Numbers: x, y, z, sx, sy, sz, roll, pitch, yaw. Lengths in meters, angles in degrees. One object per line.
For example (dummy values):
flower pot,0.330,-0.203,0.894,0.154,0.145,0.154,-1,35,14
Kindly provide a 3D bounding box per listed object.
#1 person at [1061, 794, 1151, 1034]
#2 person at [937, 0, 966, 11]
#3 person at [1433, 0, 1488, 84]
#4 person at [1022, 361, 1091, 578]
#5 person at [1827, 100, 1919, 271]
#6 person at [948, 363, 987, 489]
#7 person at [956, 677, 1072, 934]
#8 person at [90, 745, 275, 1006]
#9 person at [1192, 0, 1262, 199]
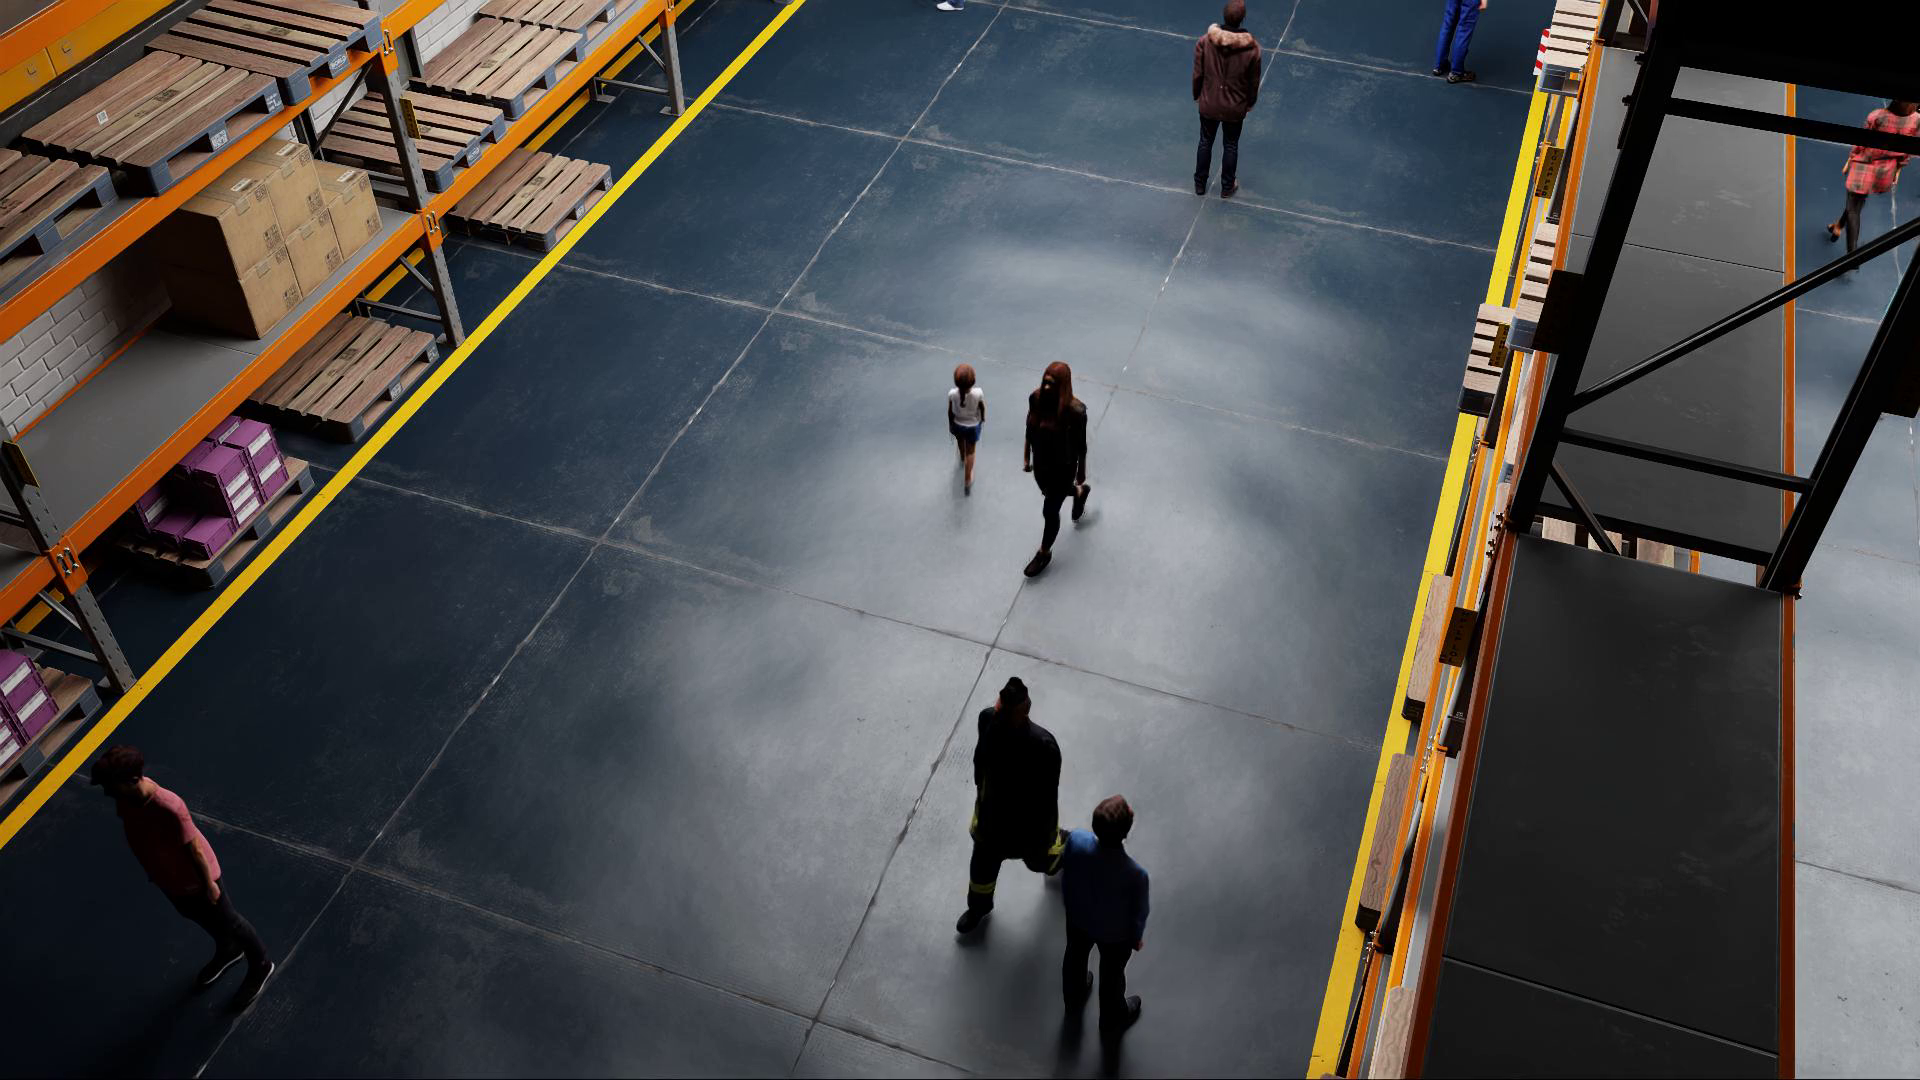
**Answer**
person,0.736,1.948,8.646,0.713,1.819,0.668,28,50,26
person,-0.063,-6.463,17.529,0.689,1.746,0.524,7,44,8
person,4.991,-5.440,16.352,0.835,1.888,0.788,-22,48,-21
person,0.711,-0.576,11.392,0.811,1.688,1.136,28,50,26
person,7.695,-3.057,14.009,0.793,1.669,1.127,4,44,4
person,0.049,-0.836,12.161,0.512,1.001,0.754,5,44,5
person,0.366,1.413,9.199,0.958,1.832,1.191,27,50,25
person,-4.079,1.728,8.776,0.635,1.958,0.563,17,46,17
person,2.342,-3.914,14.780,0.768,1.846,0.682,11,45,11
